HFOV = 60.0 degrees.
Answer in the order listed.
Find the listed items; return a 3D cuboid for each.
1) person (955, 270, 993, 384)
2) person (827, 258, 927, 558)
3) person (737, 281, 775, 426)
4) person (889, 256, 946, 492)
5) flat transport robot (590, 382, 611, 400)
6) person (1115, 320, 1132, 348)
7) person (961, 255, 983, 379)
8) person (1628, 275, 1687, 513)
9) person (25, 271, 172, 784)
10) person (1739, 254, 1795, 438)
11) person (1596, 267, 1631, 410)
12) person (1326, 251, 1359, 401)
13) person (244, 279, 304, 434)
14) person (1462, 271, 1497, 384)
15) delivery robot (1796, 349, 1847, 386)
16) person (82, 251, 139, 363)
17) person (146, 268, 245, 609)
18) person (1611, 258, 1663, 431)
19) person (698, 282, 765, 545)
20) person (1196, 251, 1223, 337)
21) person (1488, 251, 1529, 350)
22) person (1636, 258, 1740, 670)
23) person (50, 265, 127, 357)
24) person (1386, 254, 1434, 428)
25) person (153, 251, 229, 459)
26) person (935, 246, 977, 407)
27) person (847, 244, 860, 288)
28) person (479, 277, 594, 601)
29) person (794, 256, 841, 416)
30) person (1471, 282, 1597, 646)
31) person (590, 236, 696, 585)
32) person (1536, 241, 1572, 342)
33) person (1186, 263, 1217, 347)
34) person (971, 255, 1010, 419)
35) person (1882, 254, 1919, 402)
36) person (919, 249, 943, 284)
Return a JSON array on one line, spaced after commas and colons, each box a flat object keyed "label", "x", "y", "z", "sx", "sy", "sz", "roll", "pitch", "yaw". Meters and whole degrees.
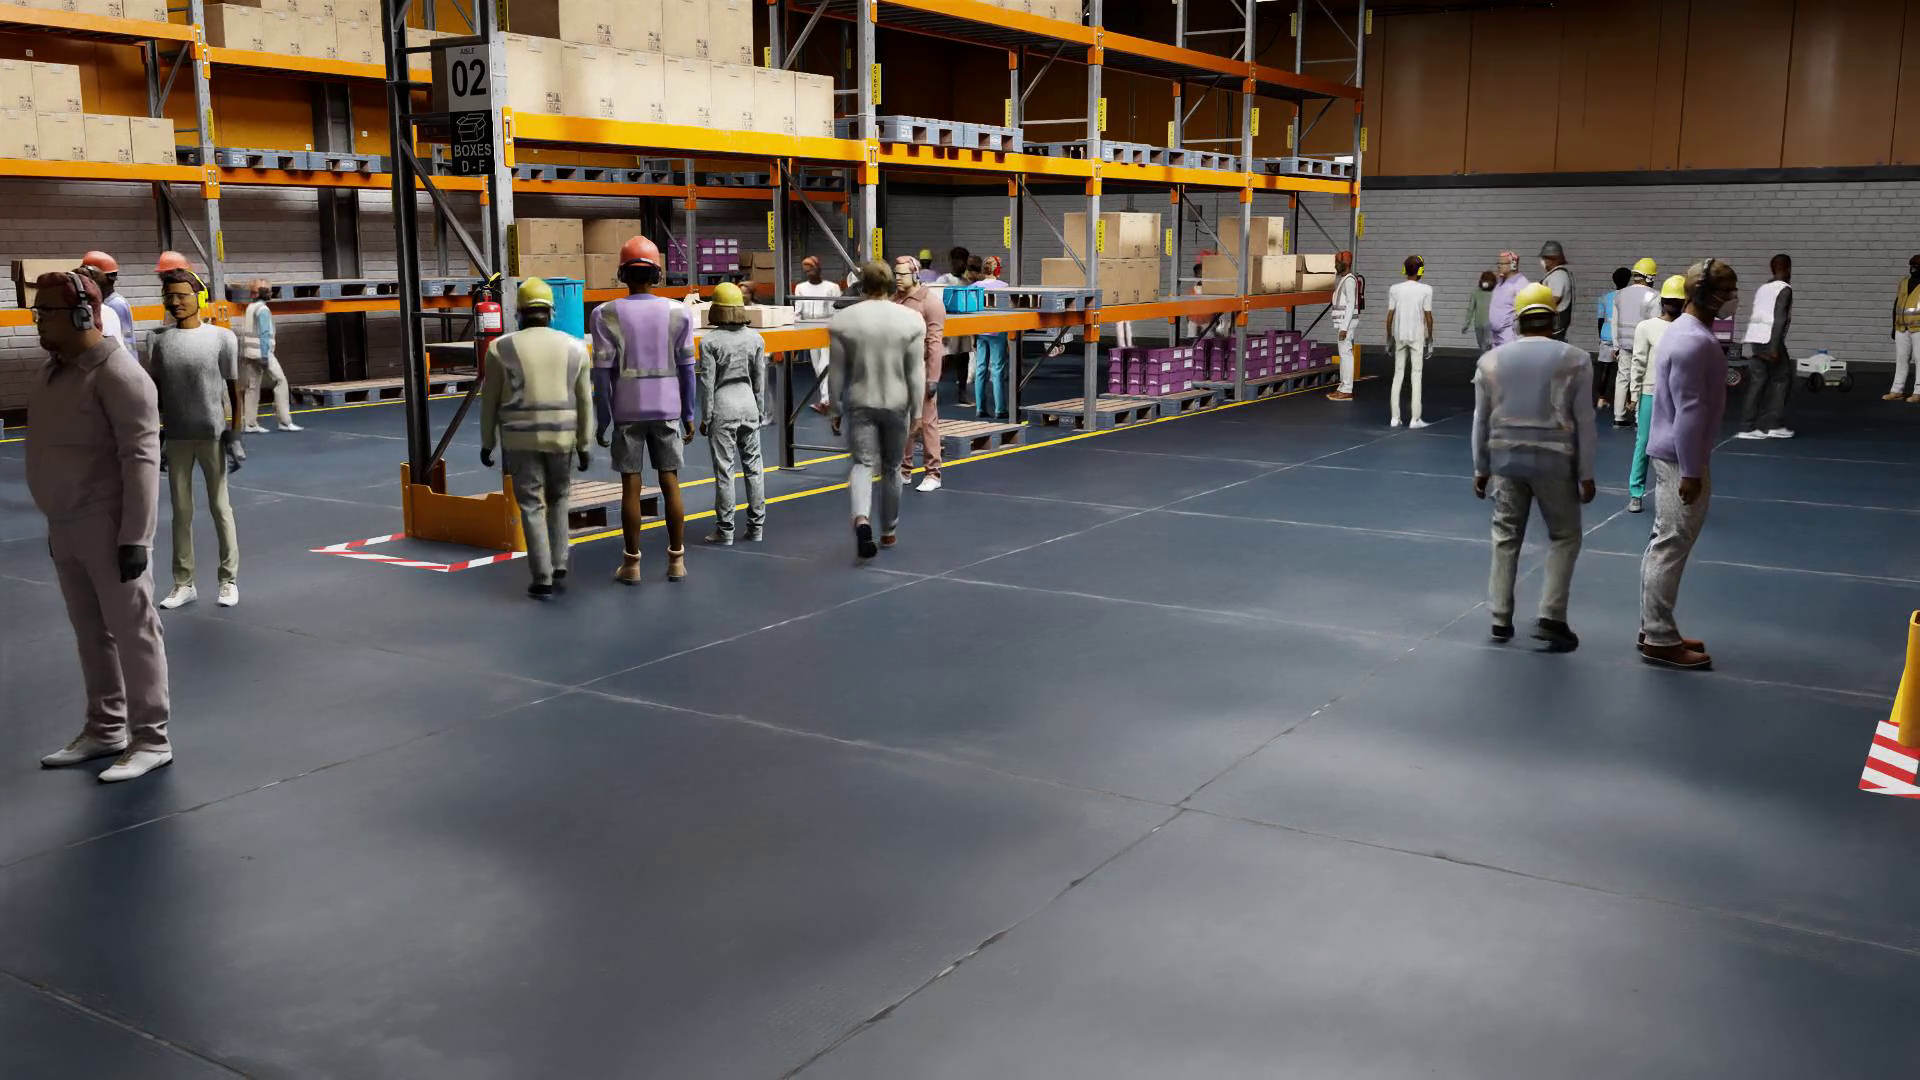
[{"label": "person", "x": 0.254, "y": -3.021, "z": 23.581, "sx": 0.773, "sy": 1.607, "sz": 0.526, "roll": -7, "pitch": 12, "yaw": -33}, {"label": "person", "x": -0.533, "y": -0.837, "z": 10.636, "sx": 0.635, "sy": 1.916, "sz": 0.855, "roll": 0, "pitch": 10, "yaw": 0}, {"label": "person", "x": -2.228, "y": -1.992, "z": 17.911, "sx": 0.523, "sy": 1.593, "sz": 0.859, "roll": 3, "pitch": 11, "yaw": 17}, {"label": "person", "x": -0.408, "y": -1.342, "z": 13.482, "sx": 0.637, "sy": 1.898, "sz": 0.395, "roll": 9, "pitch": 14, "yaw": 41}, {"label": "flat transport robot", "x": -4.537, "y": -1.878, "z": 20.943, "sx": 1.431, "sy": 0.197, "sz": 0.652, "roll": -7, "pitch": 13, "yaw": -35}, {"label": "person", "x": 2.772, "y": -4.115, "z": 28.606, "sx": 0.625, "sy": 1.971, "sz": 0.564, "roll": -4, "pitch": 11, "yaw": -19}, {"label": "person", "x": 0.163, "y": -3.241, "z": 24.264, "sx": 0.433, "sy": 1.807, "sz": 0.660, "roll": -2, "pitch": 10, "yaw": -12}, {"label": "person", "x": 5.234, "y": -1.066, "z": 12.301, "sx": 0.529, "sy": 1.765, "sz": 0.327, "roll": 2, "pitch": 10, "yaw": 10}, {"label": "person", "x": -3.264, "y": -0.044, "z": 6.250, "sx": 0.642, "sy": 1.908, "sz": 0.399, "roll": 7, "pitch": 12, "yaw": 34}, {"label": "person", "x": 8.287, "y": -1.971, "z": 16.992, "sx": 0.639, "sy": 1.874, "sz": 0.632, "roll": -1, "pitch": 10, "yaw": -5}, {"label": "person", "x": 7.861, "y": -2.398, "z": 19.863, "sx": 0.315, "sy": 1.698, "sz": 0.541, "roll": -8, "pitch": 13, "yaw": -38}, {"label": "person", "x": 4.858, "y": -2.704, "z": 21.043, "sx": 0.354, "sy": 1.886, "sz": 0.573, "roll": 2, "pitch": 10, "yaw": 9}, {"label": "person", "x": -7.242, "y": -1.922, "z": 17.451, "sx": 0.666, "sy": 1.614, "sz": 0.533, "roll": -9, "pitch": 14, "yaw": -41}, {"label": "person", "x": 7.463, "y": -3.018, "z": 23.613, "sx": 0.865, "sy": 1.591, "sz": 0.510, "roll": -9, "pitch": 13, "yaw": -40}, {"label": "delivery robot", "x": 11.552, "y": -2.311, "z": 22.294, "sx": 0.477, "sy": 0.478, "sz": 0.707, "roll": -1, "pitch": 10, "yaw": -3}, {"label": "person", "x": -6.650, "y": -1.288, "z": 13.062, "sx": 0.376, "sy": 1.934, "sz": 0.547, "roll": -7, "pitch": 12, "yaw": -34}, {"label": "person", "x": -4.217, "y": -0.554, "z": 9.168, "sx": 0.517, "sy": 1.874, "sz": 0.327, "roll": -1, "pitch": 10, "yaw": -6}, {"label": "person", "x": 7.240, "y": -2.082, "z": 17.743, "sx": 0.403, "sy": 1.830, "sz": 0.601, "roll": -6, "pitch": 12, "yaw": -32}, {"label": "person", "x": -1.523, "y": -0.838, "z": 11.094, "sx": 0.487, "sy": 1.746, "sz": 0.289, "roll": -8, "pitch": 13, "yaw": -37}, {"label": "person", "x": 3.845, "y": -3.451, "z": 25.253, "sx": 0.999, "sy": 1.868, "sz": 0.565, "roll": 0, "pitch": 10, "yaw": 2}, {"label": "person", "x": 6.136, "y": -2.286, "z": 18.680, "sx": 0.403, "sy": 1.907, "sz": 0.668, "roll": -2, "pitch": 10, "yaw": -9}, {"label": "person", "x": 3.464, "y": -0.366, "z": 7.947, "sx": 0.351, "sy": 1.936, "sz": 0.634, "roll": 4, "pitch": 11, "yaw": 20}, {"label": "person", "x": -6.195, "y": -1.039, "z": 11.941, "sx": 0.623, "sy": 1.845, "sz": 0.430, "roll": 4, "pitch": 11, "yaw": 20}, {"label": "person", "x": 4.873, "y": -2.146, "z": 18.002, "sx": 0.532, "sy": 1.868, "sz": 0.309, "roll": 7, "pitch": 12, "yaw": 35}, {"label": "person", "x": -7.198, "y": -1.711, "z": 15.491, "sx": 0.529, "sy": 1.952, "sz": 0.552, "roll": -3, "pitch": 11, "yaw": -14}, {"label": "person", "x": -0.088, "y": -2.587, "z": 20.199, "sx": 0.646, "sy": 1.949, "sz": 0.625, "roll": 10, "pitch": 14, "yaw": 43}, {"label": "person", "x": -1.101, "y": -2.659, "z": 20.348, "sx": 0.608, "sy": 2.047, "sz": 0.365, "roll": 9, "pitch": 14, "yaw": 41}, {"label": "person", "x": -2.425, "y": -0.575, "z": 9.463, "sx": 0.594, "sy": 1.809, "sz": 0.616, "roll": -6, "pitch": 12, "yaw": -30}, {"label": "person", "x": -1.642, "y": -2.365, "z": 19.321, "sx": 0.601, "sy": 1.832, "sz": 0.909, "roll": 4, "pitch": 11, "yaw": 23}, {"label": "person", "x": 2.868, "y": -0.375, "z": 8.340, "sx": 0.613, "sy": 1.810, "sz": 0.446, "roll": 7, "pitch": 13, "yaw": 35}, {"label": "person", "x": -1.857, "y": -0.752, "z": 9.789, "sx": 0.608, "sy": 2.044, "sz": 0.373, "roll": -4, "pitch": 11, "yaw": -21}, {"label": "person", "x": 7.255, "y": -2.743, "z": 20.829, "sx": 0.870, "sy": 2.000, "sz": 0.701, "roll": 3, "pitch": 11, "yaw": 18}, {"label": "person", "x": 3.584, "y": -3.239, "z": 24.555, "sx": 0.536, "sy": 1.681, "sz": 0.598, "roll": 6, "pitch": 12, "yaw": 28}, {"label": "person", "x": 0.347, "y": -2.295, "z": 18.893, "sx": 0.564, "sy": 1.844, "sz": 0.388, "roll": 7, "pitch": 12, "yaw": 32}, {"label": "person", "x": 11.954, "y": -2.645, "z": 20.840, "sx": 0.430, "sy": 1.845, "sz": 0.624, "roll": -4, "pitch": 11, "yaw": -21}, {"label": "person", "x": -0.528, "y": -3.631, "z": 26.205, "sx": 0.598, "sy": 1.887, "sz": 0.988, "roll": 0, "pitch": 10, "yaw": 2}]
